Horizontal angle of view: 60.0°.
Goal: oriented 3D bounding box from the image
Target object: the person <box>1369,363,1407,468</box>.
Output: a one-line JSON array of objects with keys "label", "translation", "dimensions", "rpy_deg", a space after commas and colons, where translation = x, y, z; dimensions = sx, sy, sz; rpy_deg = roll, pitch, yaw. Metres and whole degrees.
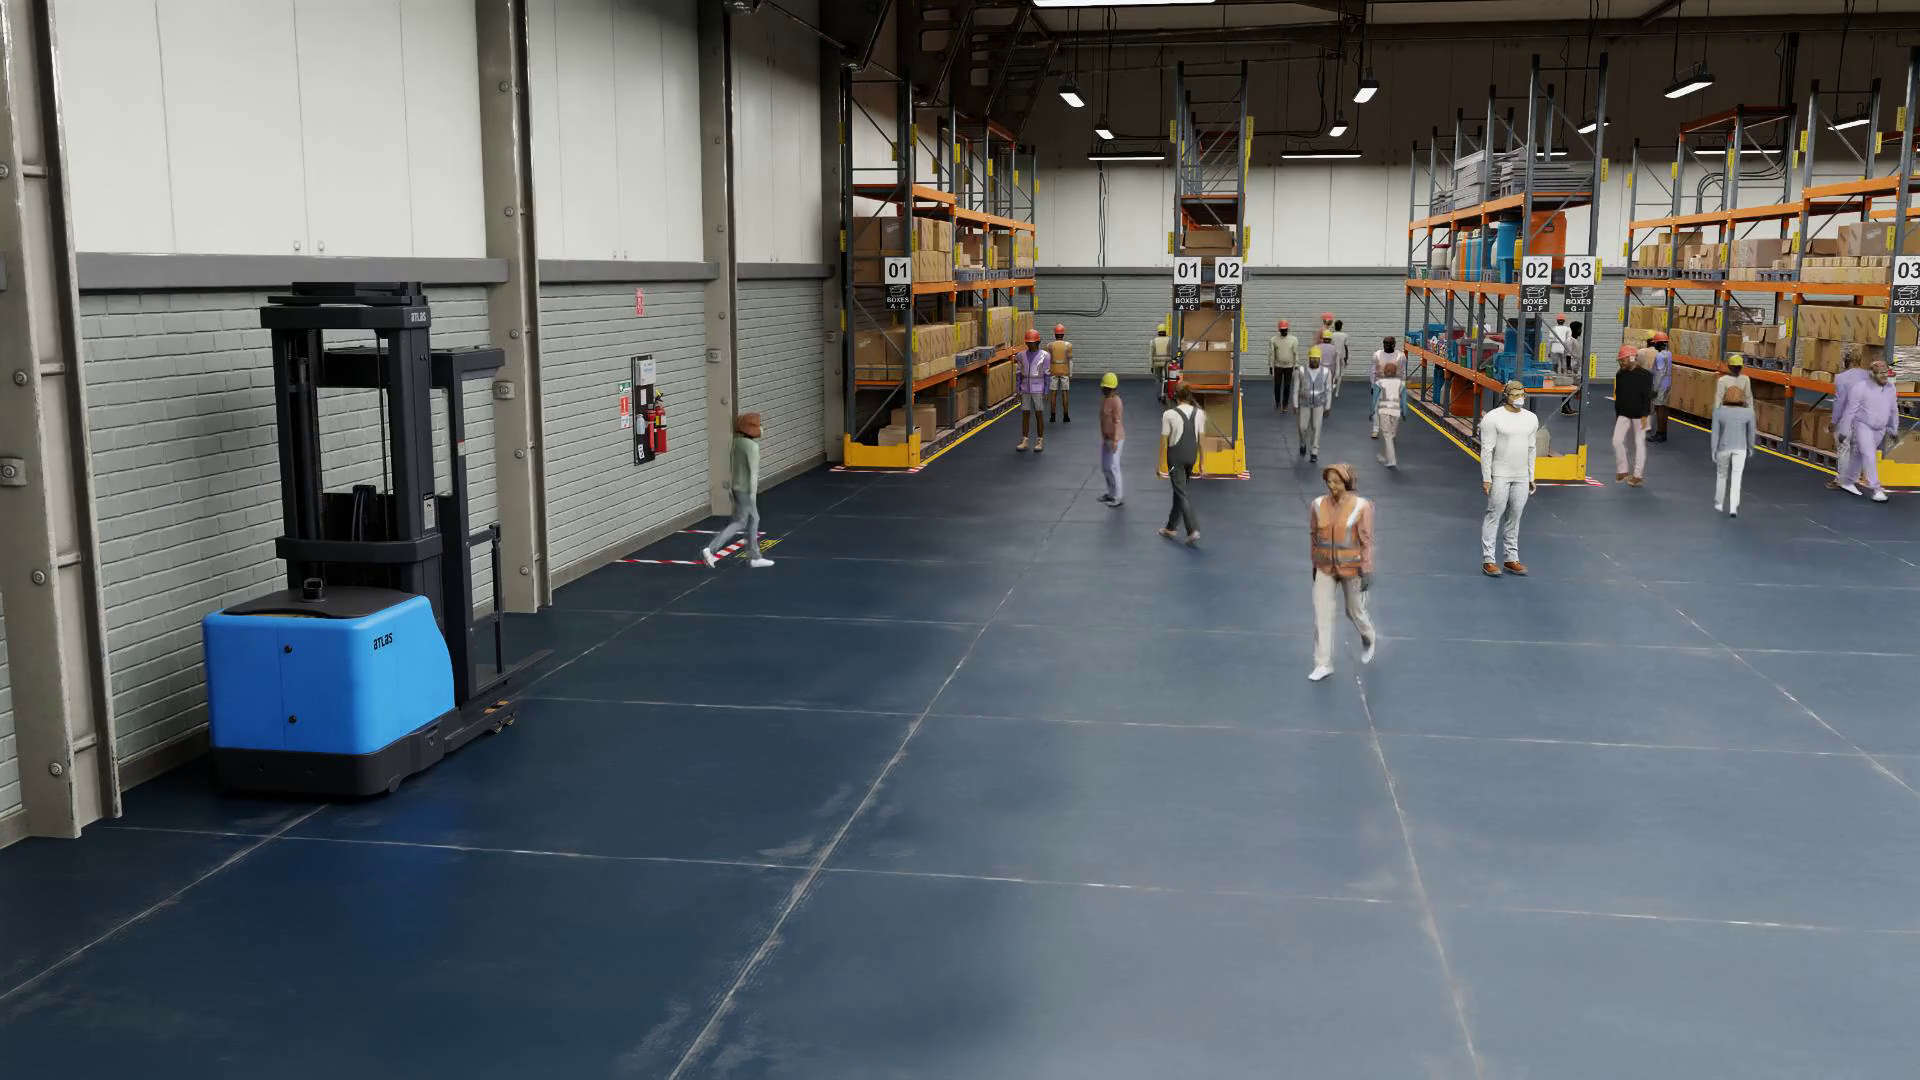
[{"label": "person", "translation": [6.580, -1.926, 25.606], "dimensions": [0.543, 1.586, 0.857], "rpy_deg": [-1, 9, -7]}]

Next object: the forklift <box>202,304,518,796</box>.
[{"label": "forklift", "translation": [-3.673, -0.038, 10.147], "dimensions": [1.129, 2.768, 1.873], "rpy_deg": [1, 9, 9]}]

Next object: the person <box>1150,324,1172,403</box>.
[{"label": "person", "translation": [4.617, -4.028, 37.941], "dimensions": [0.584, 1.804, 0.866], "rpy_deg": [3, 10, 16]}]

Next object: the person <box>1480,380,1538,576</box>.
[{"label": "person", "translation": [5.449, -0.621, 16.509], "dimensions": [0.631, 1.940, 0.372], "rpy_deg": [-3, 10, -18]}]

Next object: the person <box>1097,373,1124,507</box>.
[{"label": "person", "translation": [1.922, -1.286, 21.260], "dimensions": [0.446, 1.722, 0.571], "rpy_deg": [-4, 10, -23]}]

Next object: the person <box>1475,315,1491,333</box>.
[{"label": "person", "translation": [13.708, -5.010, 43.717], "dimensions": [0.590, 1.894, 0.391], "rpy_deg": [-7, 12, -37]}]

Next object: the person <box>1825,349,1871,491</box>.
[{"label": "person", "translation": [12.225, -1.653, 22.873], "dimensions": [0.627, 1.940, 0.371], "rpy_deg": [-3, 10, -19]}]

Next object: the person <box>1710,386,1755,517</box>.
[{"label": "person", "translation": [9.539, -1.103, 20.559], "dimensions": [0.501, 1.591, 0.862], "rpy_deg": [4, 10, 24]}]

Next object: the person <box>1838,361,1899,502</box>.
[{"label": "person", "translation": [12.050, -1.459, 22.019], "dimensions": [0.709, 1.841, 1.039], "rpy_deg": [-2, 9, -13]}]

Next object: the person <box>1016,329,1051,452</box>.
[{"label": "person", "translation": [1.207, -2.501, 27.813], "dimensions": [0.605, 2.034, 0.387], "rpy_deg": [4, 10, 24]}]

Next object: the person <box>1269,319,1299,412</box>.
[{"label": "person", "translation": [6.924, -3.723, 35.538], "dimensions": [0.637, 1.973, 0.449], "rpy_deg": [1, 9, 9]}]

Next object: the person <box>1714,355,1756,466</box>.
[{"label": "person", "translation": [11.966, -2.011, 25.774], "dimensions": [0.538, 1.719, 0.923], "rpy_deg": [-2, 9, -12]}]

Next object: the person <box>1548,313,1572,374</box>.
[{"label": "person", "translation": [15.421, -4.877, 42.790], "dimensions": [0.569, 1.924, 0.496], "rpy_deg": [3, 10, 17]}]

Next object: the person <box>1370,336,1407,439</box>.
[{"label": "person", "translation": [7.703, -2.750, 29.949], "dimensions": [0.624, 1.841, 0.430], "rpy_deg": [3, 10, 18]}]

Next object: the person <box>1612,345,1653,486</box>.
[{"label": "person", "translation": [9.415, -1.739, 23.321], "dimensions": [0.543, 1.959, 0.648], "rpy_deg": [-7, 12, -37]}]

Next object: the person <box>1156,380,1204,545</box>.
[{"label": "person", "translation": [2.475, -0.867, 18.453], "dimensions": [0.522, 1.808, 0.945], "rpy_deg": [-4, 10, -23]}]

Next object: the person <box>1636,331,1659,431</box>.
[{"label": "person", "translation": [13.039, -3.009, 31.470], "dimensions": [0.595, 1.865, 1.017], "rpy_deg": [1, 9, 9]}]

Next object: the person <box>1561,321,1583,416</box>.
[{"label": "person", "translation": [12.781, -3.590, 34.737], "dimensions": [0.369, 1.965, 0.609], "rpy_deg": [6, 11, 33]}]

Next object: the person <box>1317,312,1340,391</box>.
[{"label": "person", "translation": [9.133, -4.623, 41.077], "dimensions": [0.788, 1.968, 0.661], "rpy_deg": [2, 9, 14]}]

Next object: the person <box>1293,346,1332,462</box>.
[{"label": "person", "translation": [5.578, -2.156, 26.322], "dimensions": [0.615, 1.822, 0.414], "rpy_deg": [1, 9, 7]}]

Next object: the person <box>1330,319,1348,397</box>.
[{"label": "person", "translation": [9.004, -4.326, 39.621], "dimensions": [0.518, 1.856, 0.460], "rpy_deg": [1, 9, 5]}]

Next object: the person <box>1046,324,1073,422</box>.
[{"label": "person", "translation": [1.987, -3.331, 33.214], "dimensions": [0.547, 1.942, 0.344], "rpy_deg": [1, 9, 7]}]

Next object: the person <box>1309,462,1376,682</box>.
[{"label": "person", "translation": [2.868, 0.206, 12.405], "dimensions": [0.525, 1.612, 0.736], "rpy_deg": [7, 12, 37]}]

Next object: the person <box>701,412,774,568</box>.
[{"label": "person", "translation": [-2.251, -0.488, 16.755], "dimensions": [0.747, 1.600, 0.504], "rpy_deg": [-4, 10, -25]}]

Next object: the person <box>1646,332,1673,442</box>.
[{"label": "person", "translation": [12.342, -2.705, 29.376], "dimensions": [0.377, 1.932, 0.552], "rpy_deg": [7, 12, 38]}]

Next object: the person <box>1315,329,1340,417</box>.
[{"label": "person", "translation": [7.497, -3.413, 34.140], "dimensions": [0.598, 1.808, 0.785], "rpy_deg": [1, 9, 6]}]
